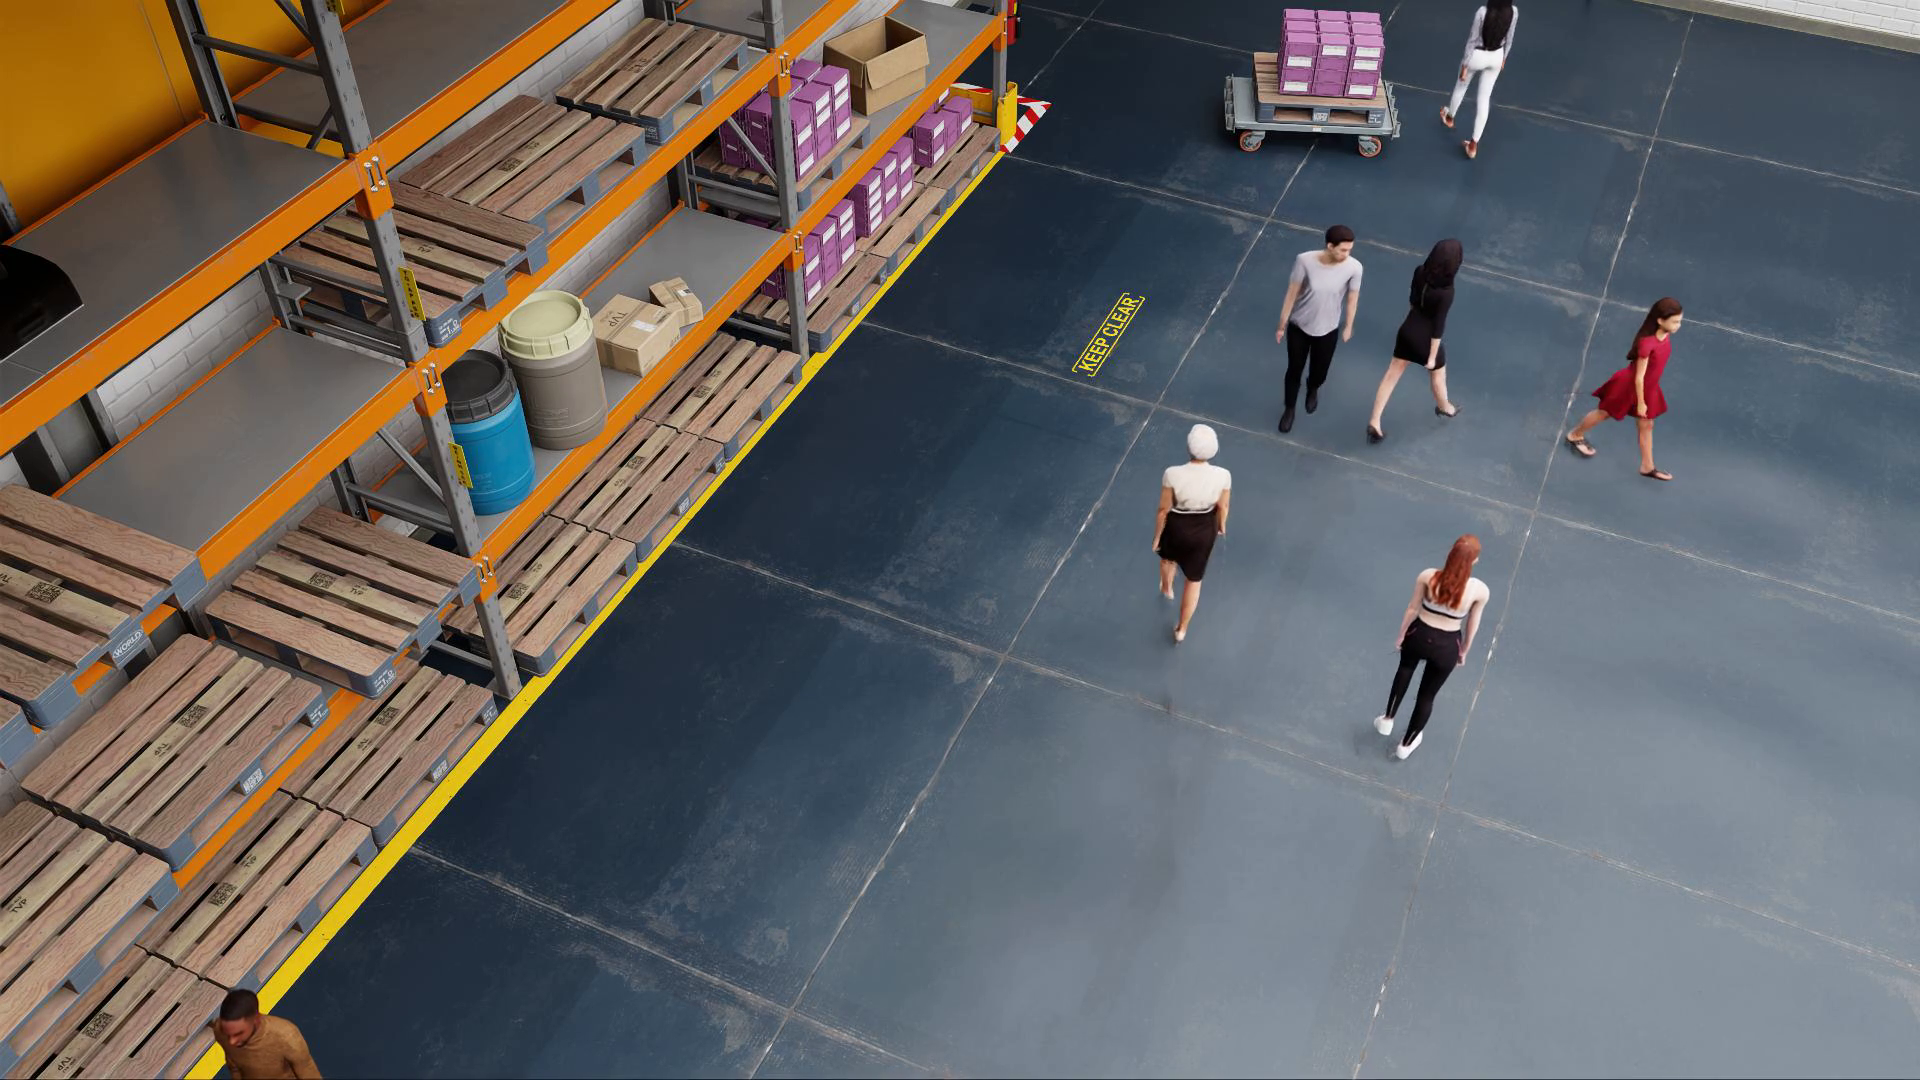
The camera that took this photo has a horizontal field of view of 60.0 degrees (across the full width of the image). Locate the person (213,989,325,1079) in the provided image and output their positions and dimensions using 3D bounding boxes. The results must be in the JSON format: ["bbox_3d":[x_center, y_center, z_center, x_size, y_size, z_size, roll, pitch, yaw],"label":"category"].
[{"bbox_3d":[-3.256,2.688,8.068,0.672,1.816,0.620,9,44,10],"label":"person"}]

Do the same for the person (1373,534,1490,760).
[{"bbox_3d":[2.895,0.678,10.243,0.595,1.726,0.619,17,46,17],"label":"person"}]

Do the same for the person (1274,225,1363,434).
[{"bbox_3d":[2.707,-1.667,12.617,0.743,1.848,0.775,15,46,15],"label":"person"}]

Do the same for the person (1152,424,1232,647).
[{"bbox_3d":[1.497,0.035,10.915,0.840,1.730,0.987,2,44,3],"label":"person"}]

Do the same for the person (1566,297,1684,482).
[{"bbox_3d":[4.928,-1.163,12.331,1.074,1.510,0.864,-33,52,-30],"label":"person"}]

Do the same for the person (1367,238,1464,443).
[{"bbox_3d":[3.355,-1.435,12.433,1.161,1.765,1.041,-19,47,-19],"label":"person"}]

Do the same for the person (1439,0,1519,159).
[{"bbox_3d":[4.929,-4.412,15.610,0.928,1.693,1.130,-2,44,-2],"label":"person"}]
